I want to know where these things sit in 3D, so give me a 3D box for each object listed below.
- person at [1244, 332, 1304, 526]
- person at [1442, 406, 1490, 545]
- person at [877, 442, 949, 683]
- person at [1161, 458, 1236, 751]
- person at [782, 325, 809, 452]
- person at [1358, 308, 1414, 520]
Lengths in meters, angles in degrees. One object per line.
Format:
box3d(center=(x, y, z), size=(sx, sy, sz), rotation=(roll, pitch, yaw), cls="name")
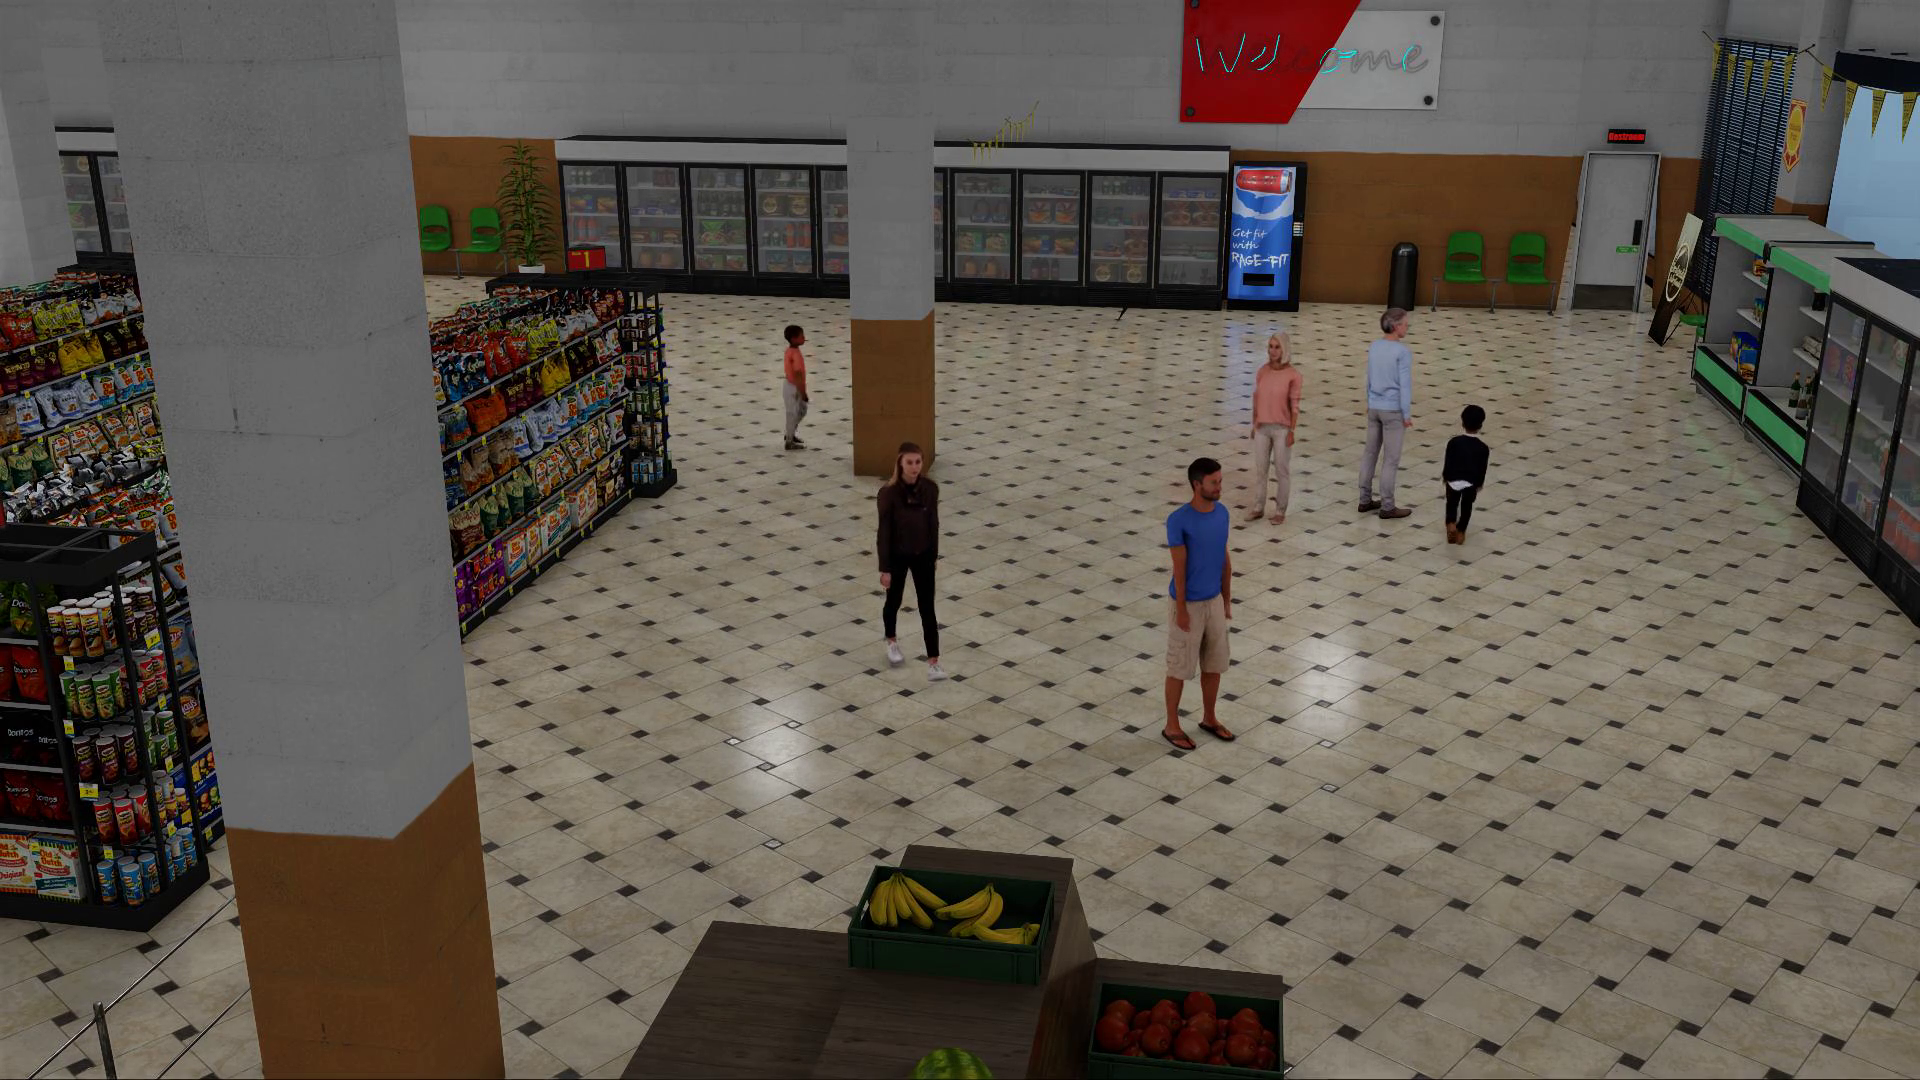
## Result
box3d(center=(2.796, -0.997, 14.754), size=(0.679, 1.724, 0.669), rotation=(13, 23, 34), cls="person")
box3d(center=(4.289, -0.524, 14.148), size=(0.570, 1.215, 0.719), rotation=(5, 19, 14), cls="person")
box3d(center=(-0.390, 0.133, 11.515), size=(1.000, 1.653, 1.184), rotation=(-7, 20, -20), cls="person")
box3d(center=(1.461, 0.374, 10.472), size=(0.759, 1.863, 0.812), rotation=(-11, 22, -30), cls="person")
box3d(center=(-1.768, -1.550, 17.053), size=(0.607, 1.302, 0.508), rotation=(-3, 19, -10), cls="person")
box3d(center=(3.827, -1.145, 14.937), size=(0.815, 1.889, 0.731), rotation=(-10, 21, -27), cls="person")
